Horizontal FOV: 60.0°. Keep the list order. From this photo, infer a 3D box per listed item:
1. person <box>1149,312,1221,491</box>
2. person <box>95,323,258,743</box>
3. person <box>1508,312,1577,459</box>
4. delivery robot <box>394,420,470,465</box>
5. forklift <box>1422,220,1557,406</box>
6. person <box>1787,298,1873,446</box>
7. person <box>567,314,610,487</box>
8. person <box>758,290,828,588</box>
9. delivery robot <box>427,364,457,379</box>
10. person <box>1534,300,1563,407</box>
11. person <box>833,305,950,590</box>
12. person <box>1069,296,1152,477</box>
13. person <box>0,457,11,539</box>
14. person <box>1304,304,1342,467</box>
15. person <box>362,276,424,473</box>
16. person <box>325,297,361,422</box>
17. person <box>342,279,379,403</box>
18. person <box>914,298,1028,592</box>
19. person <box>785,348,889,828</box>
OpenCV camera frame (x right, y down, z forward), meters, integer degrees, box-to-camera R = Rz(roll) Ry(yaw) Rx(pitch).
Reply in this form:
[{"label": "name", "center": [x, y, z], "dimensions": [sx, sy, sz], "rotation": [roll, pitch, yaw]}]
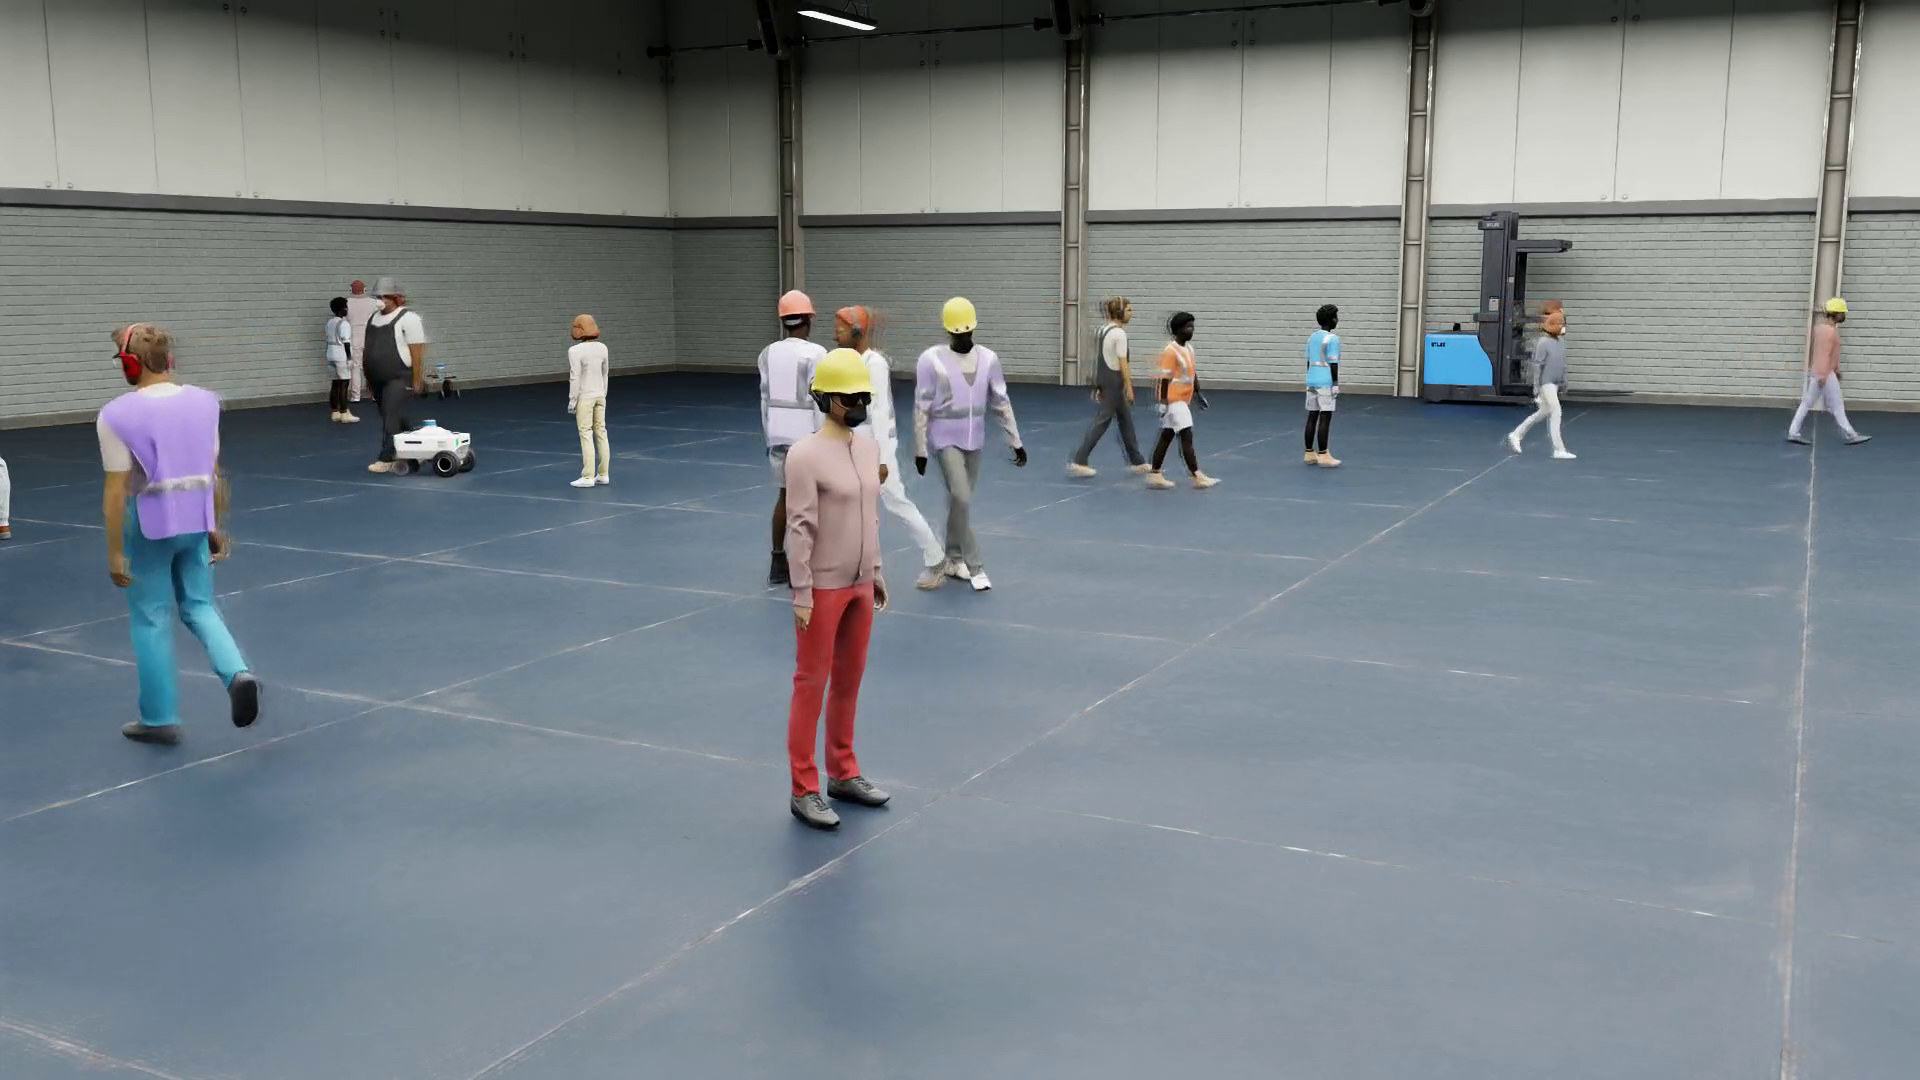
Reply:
[{"label": "person", "center": [2.125, -1.287, 15.532], "dimensions": [0.819, 1.655, 0.539], "rotation": [4, 10, 24]}, {"label": "person", "center": [-3.392, -0.019, 7.166], "dimensions": [0.621, 1.828, 0.589], "rotation": [5, 10, 28]}, {"label": "person", "center": [6.475, -1.723, 18.417], "dimensions": [0.505, 1.601, 0.801], "rotation": [-8, 12, -42]}, {"label": "delivery robot", "center": [-5.347, -0.974, 16.835], "dimensions": [0.707, 0.478, 0.477], "rotation": [1, 9, 6]}, {"label": "forklift", "center": [8.245, -3.527, 25.720], "dimensions": [1.873, 2.768, 1.129], "rotation": [5, 10, 27]}, {"label": "person", "center": [10.204, -1.957, 19.462], "dimensions": [0.900, 1.718, 0.540], "rotation": [4, 10, 22]}, {"label": "person", "center": [-3.548, -1.331, 15.872], "dimensions": [0.282, 1.636, 0.500], "rotation": [5, 10, 29]}, {"label": "person", "center": [-1.072, -0.668, 10.932], "dimensions": [0.550, 1.921, 0.441], "rotation": [6, 11, 34]}, {"label": "delivery robot", "center": [-8.422, -2.747, 26.973], "dimensions": [0.335, 0.223, 0.698], "rotation": [-8, 12, -41]}, {"label": "person", "center": [8.648, -2.689, 24.266], "dimensions": [0.343, 1.617, 0.529], "rotation": [2, 9, 14]}, {"label": "person", "center": [-0.517, -0.576, 10.637], "dimensions": [0.986, 1.842, 0.624], "rotation": [-4, 10, -22]}, {"label": "person", "center": [1.518, -1.528, 16.611], "dimensions": [0.970, 1.798, 0.535], "rotation": [-2, 9, -10]}, {"label": "person", "center": [-7.449, -0.935, 12.523], "dimensions": [0.375, 1.933, 0.627], "rotation": [0, 9, 0]}, {"label": "person", "center": [3.826, -1.629, 17.521], "dimensions": [0.321, 1.695, 0.537], "rotation": [-3, 10, -19]}, {"label": "person", "center": [-5.862, -1.739, 17.271], "dimensions": [0.689, 2.000, 0.933], "rotation": [5, 10, 28]}, {"label": "person", "center": [-8.409, -2.450, 22.585], "dimensions": [0.538, 1.696, 0.319], "rotation": [9, 13, 43]}, {"label": "person", "center": [-9.324, -3.092, 25.897], "dimensions": [0.642, 1.909, 0.410], "rotation": [-5, 10, -27]}, {"label": "person", "center": [0.081, -0.620, 10.774], "dimensions": [0.725, 1.872, 0.851], "rotation": [-7, 11, -36]}, {"label": "person", "center": [-0.440, 0.168, 6.229], "dimensions": [0.327, 1.767, 0.533], "rotation": [6, 11, 33]}]
